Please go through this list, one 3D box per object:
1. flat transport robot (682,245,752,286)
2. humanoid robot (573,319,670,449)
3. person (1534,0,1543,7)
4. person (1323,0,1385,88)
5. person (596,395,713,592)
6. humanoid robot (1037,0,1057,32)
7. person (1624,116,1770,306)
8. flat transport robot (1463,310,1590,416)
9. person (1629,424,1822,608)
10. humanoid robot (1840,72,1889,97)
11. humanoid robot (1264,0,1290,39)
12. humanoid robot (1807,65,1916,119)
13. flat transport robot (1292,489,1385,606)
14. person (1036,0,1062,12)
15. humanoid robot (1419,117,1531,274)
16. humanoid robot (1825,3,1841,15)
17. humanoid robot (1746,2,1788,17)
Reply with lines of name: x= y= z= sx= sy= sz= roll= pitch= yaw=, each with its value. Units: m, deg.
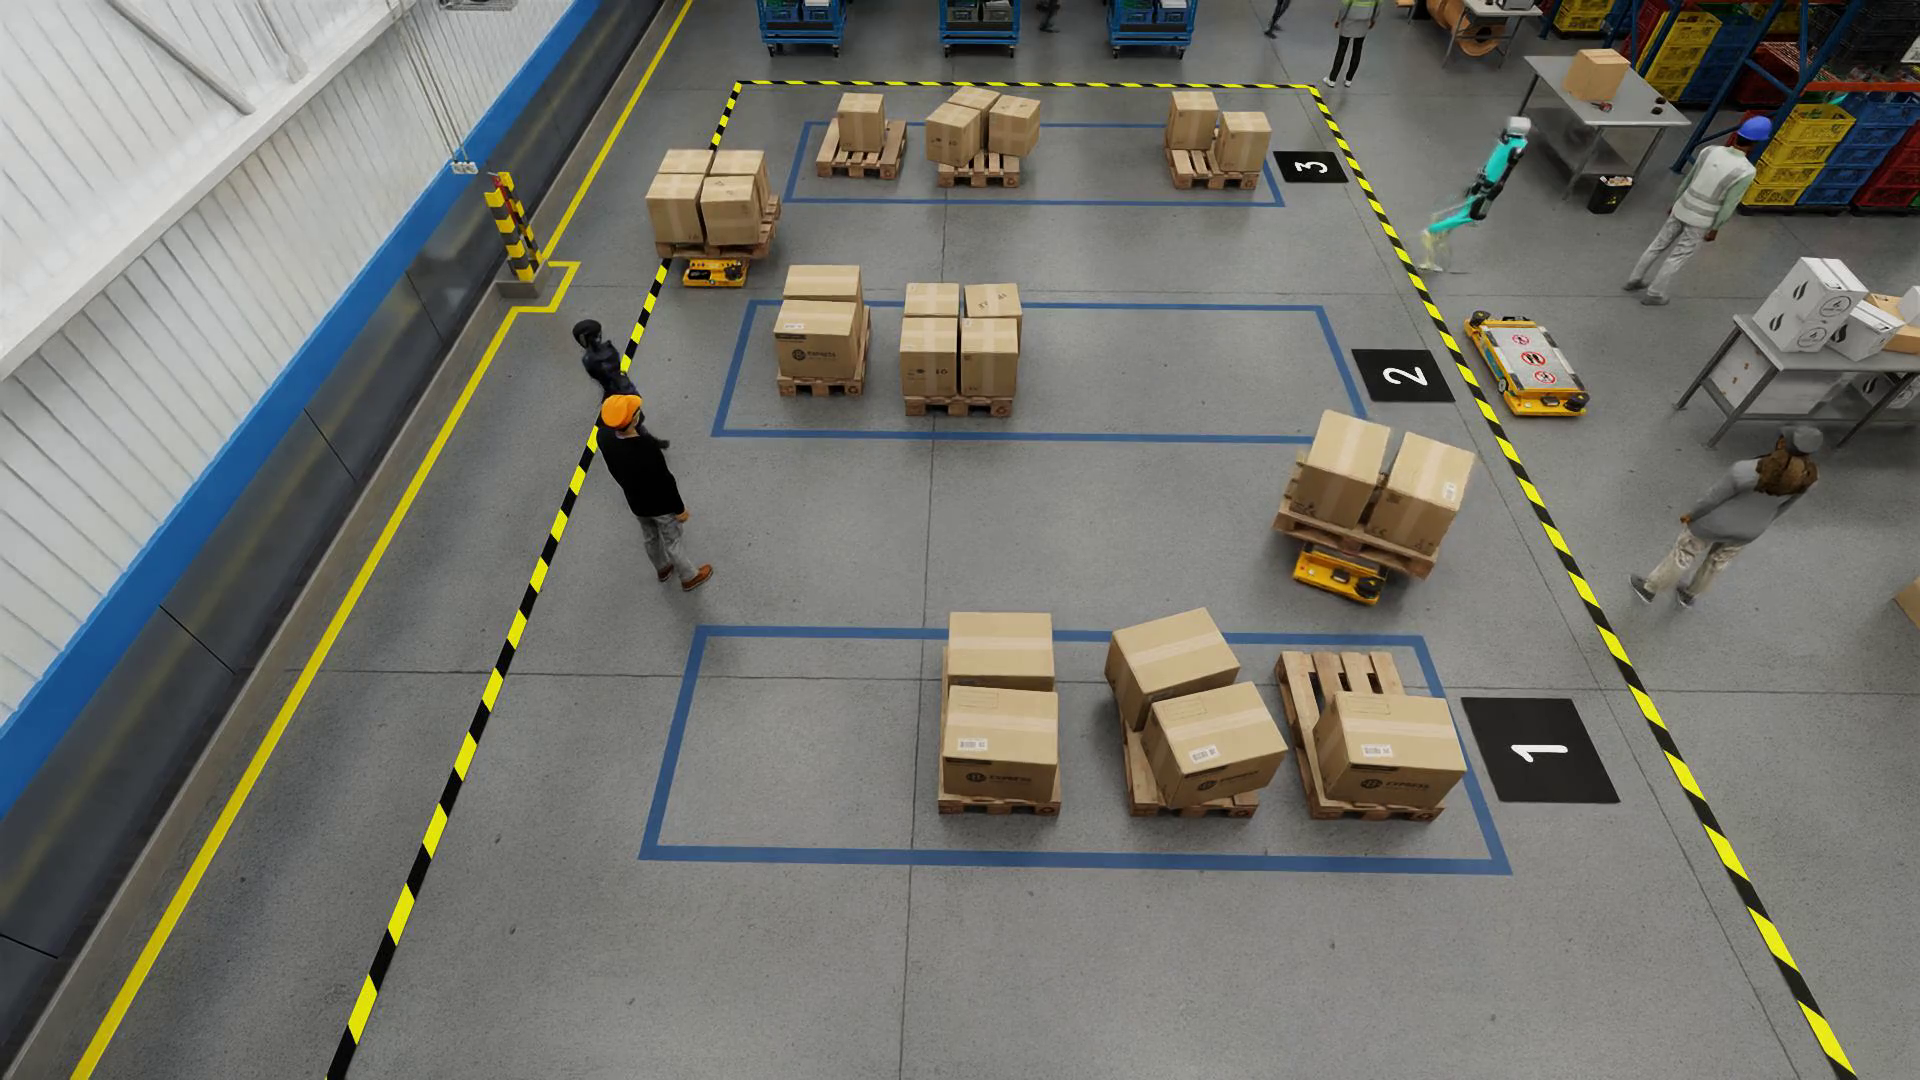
flat transport robot: x=-2.692 y=-3.377 z=10.438 sx=0.652 sy=0.197 sz=1.431 roll=1 pitch=49 yaw=1
humanoid robot: x=-2.767 y=-1.182 z=7.628 sx=0.466 sy=1.648 sz=0.603 roll=-26 pitch=54 yaw=-21
person: x=9.710 y=-9.786 z=14.881 sx=0.367 sy=1.966 sz=0.602 roll=-23 pitch=53 yaw=-19
person: x=5.564 y=-7.325 z=12.826 sx=0.588 sy=1.852 sz=0.370 roll=0 pitch=49 yaw=0
person: x=-2.259 y=-0.315 z=6.738 sx=0.587 sy=1.884 sz=0.358 roll=22 pitch=53 yaw=18
humanoid robot: x=1.433 y=-8.810 z=14.234 sx=0.406 sy=1.633 sz=0.613 roll=-21 pitch=52 yaw=-17
person: x=7.472 y=-3.308 z=9.294 sx=0.415 sy=1.939 sz=0.606 roll=-12 pitch=50 yaw=-10
flat transport robot: x=5.573 y=-1.757 z=9.054 sx=0.659 sy=0.231 sz=1.431 roll=1 pitch=49 yaw=1
person: x=5.581 y=-0.146 z=6.668 sx=0.585 sy=1.766 sz=0.411 roll=6 pitch=49 yaw=5
humanoid robot: x=11.925 y=-6.134 z=11.898 sx=0.660 sy=1.835 sz=0.540 roll=20 pitch=52 yaw=17
humanoid robot: x=5.066 y=-8.700 z=14.129 sx=0.370 sy=1.638 sz=0.608 roll=23 pitch=53 yaw=19
humanoid robot: x=11.134 y=-5.542 z=11.375 sx=0.872 sy=1.788 sz=0.548 roll=-6 pitch=49 yaw=-6
flat transport robot: x=3.268 y=-0.128 z=7.626 sx=0.652 sy=0.197 sz=1.431 roll=20 pitch=52 yaw=16
person: x=1.502 y=-9.570 z=14.713 sx=0.630 sy=1.938 sz=0.362 roll=-23 pitch=53 yaw=-18
humanoid robot: x=5.280 y=-3.541 z=9.639 sx=0.836 sy=1.789 sz=0.541 roll=9 pitch=50 yaw=8
humanoid robot: x=12.559 y=-7.662 z=13.225 sx=0.350 sy=1.653 sz=0.586 roll=21 pitch=52 yaw=18
humanoid robot: x=12.123 y=-8.072 z=13.622 sx=0.688 sy=1.655 sz=0.613 roll=-16 pitch=51 yaw=-14
